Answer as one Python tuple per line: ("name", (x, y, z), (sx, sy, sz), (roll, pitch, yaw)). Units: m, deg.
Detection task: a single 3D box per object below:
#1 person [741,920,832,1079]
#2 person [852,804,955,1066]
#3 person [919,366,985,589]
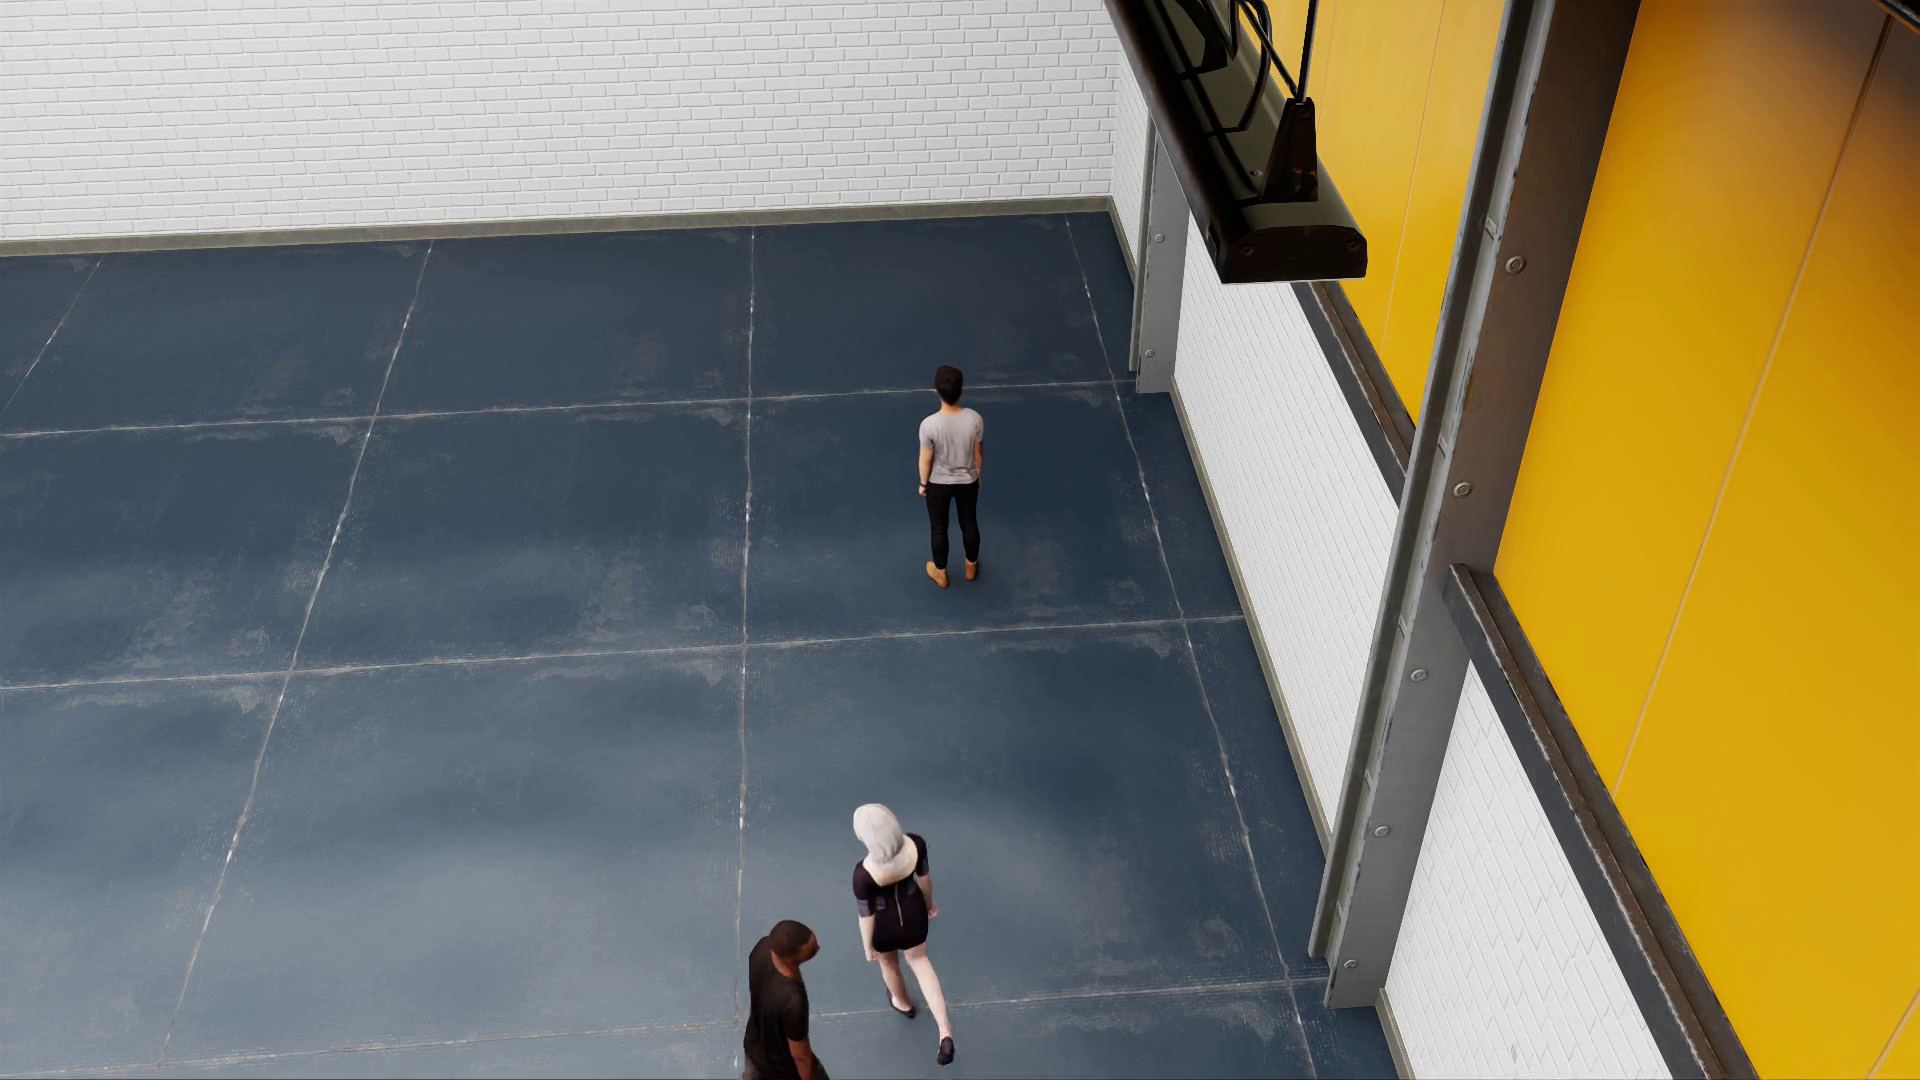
("person", (-0.890, 2.393, 7.697), (0.927, 1.774, 0.916), (-28, 47, -31))
("person", (-0.270, 1.970, 8.211), (0.902, 1.794, 1.058), (-20, 43, -23))
("person", (-0.056, -0.417, 11.265), (0.637, 1.712, 0.572), (-9, 39, -11))
